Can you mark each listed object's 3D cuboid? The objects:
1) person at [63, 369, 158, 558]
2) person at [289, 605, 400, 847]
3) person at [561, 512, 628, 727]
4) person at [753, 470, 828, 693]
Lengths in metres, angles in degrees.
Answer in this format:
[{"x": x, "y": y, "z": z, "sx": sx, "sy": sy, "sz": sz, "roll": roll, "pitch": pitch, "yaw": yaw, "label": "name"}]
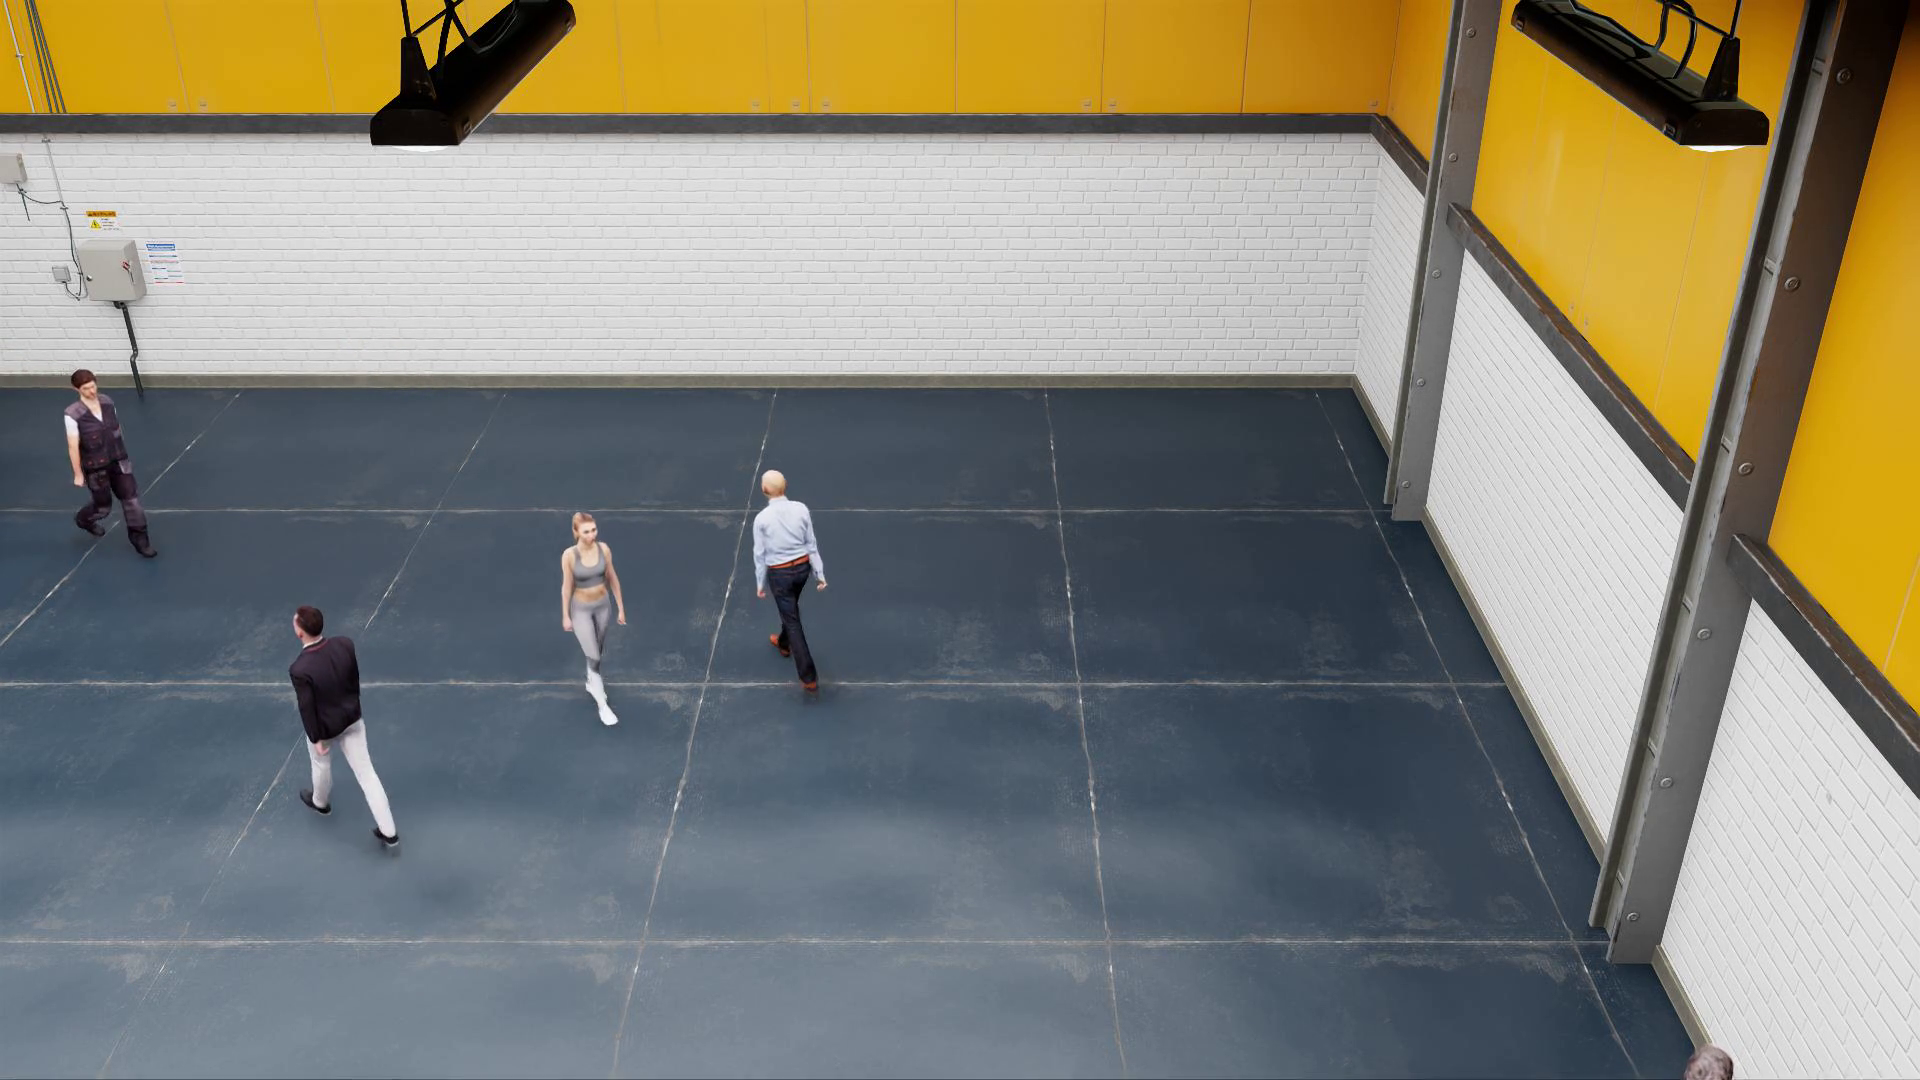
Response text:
[{"x": -7.699, "y": -0.695, "z": 14.841, "sx": 1.113, "sy": 1.817, "sz": 1.153, "roll": 14, "pitch": 32, "yaw": 25, "label": "person"}, {"x": -4.146, "y": 1.289, "z": 11.232, "sx": 1.231, "sy": 1.791, "sz": 1.217, "roll": 23, "pitch": 36, "yaw": 35, "label": "person"}, {"x": -2.864, "y": 0.524, "z": 12.751, "sx": 0.934, "sy": 1.679, "sz": 1.042, "roll": -20, "pitch": 34, "yaw": -32, "label": "person"}, {"x": -1.298, "y": 0.360, "z": 12.991, "sx": 1.115, "sy": 1.737, "sz": 1.333, "roll": -16, "pitch": 32, "yaw": -26, "label": "person"}]
